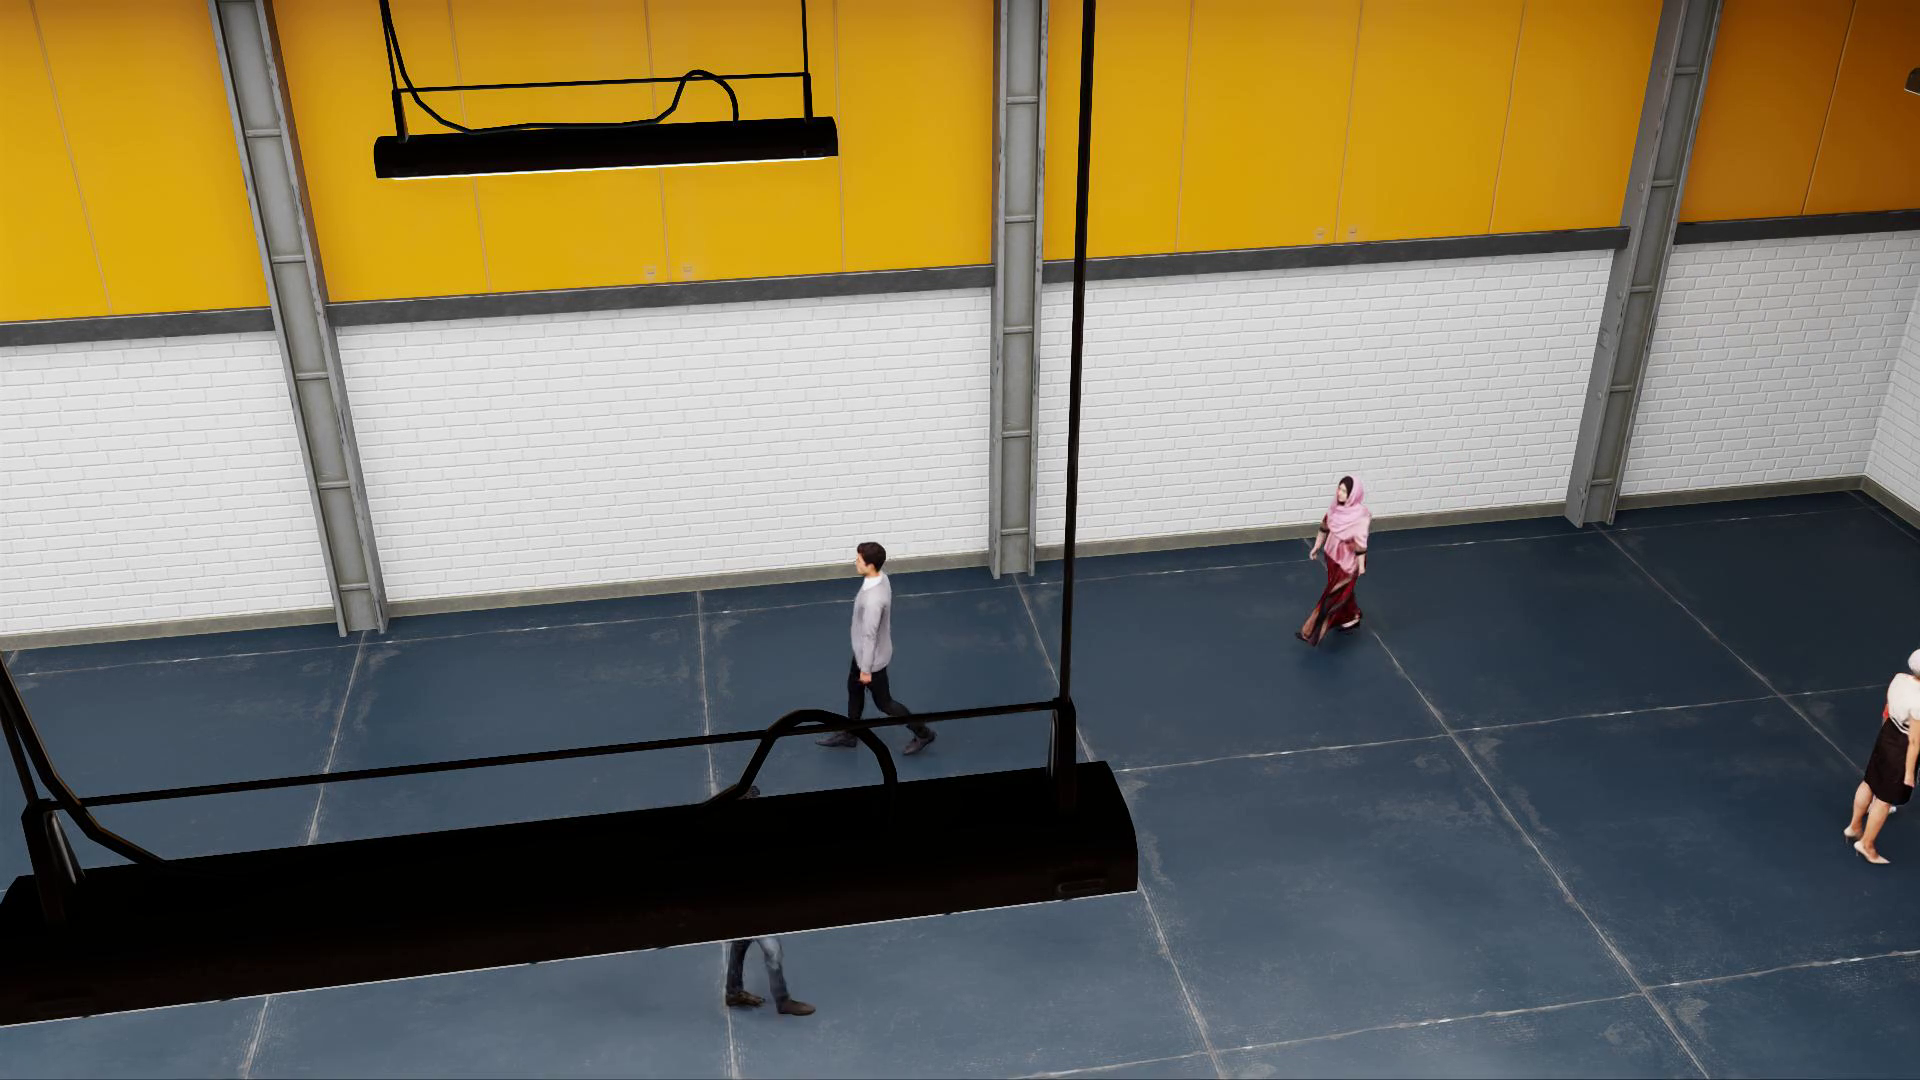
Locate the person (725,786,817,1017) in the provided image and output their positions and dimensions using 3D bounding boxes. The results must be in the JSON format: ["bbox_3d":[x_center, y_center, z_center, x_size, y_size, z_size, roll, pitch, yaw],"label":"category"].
[{"bbox_3d":[-1.418,2.287,10.526,0.938,1.760,0.813,3,29,5],"label":"person"}]

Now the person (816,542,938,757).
[{"bbox_3d":[-0.590,0.876,12.959,1.248,1.908,0.857,-1,29,-2],"label":"person"}]

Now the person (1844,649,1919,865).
[{"bbox_3d":[6.695,1.530,11.923,0.622,1.752,0.693,3,29,5],"label":"person"}]

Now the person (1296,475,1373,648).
[{"bbox_3d":[3.430,0.144,14.627,1.081,1.597,0.790,-12,31,-20],"label":"person"}]
